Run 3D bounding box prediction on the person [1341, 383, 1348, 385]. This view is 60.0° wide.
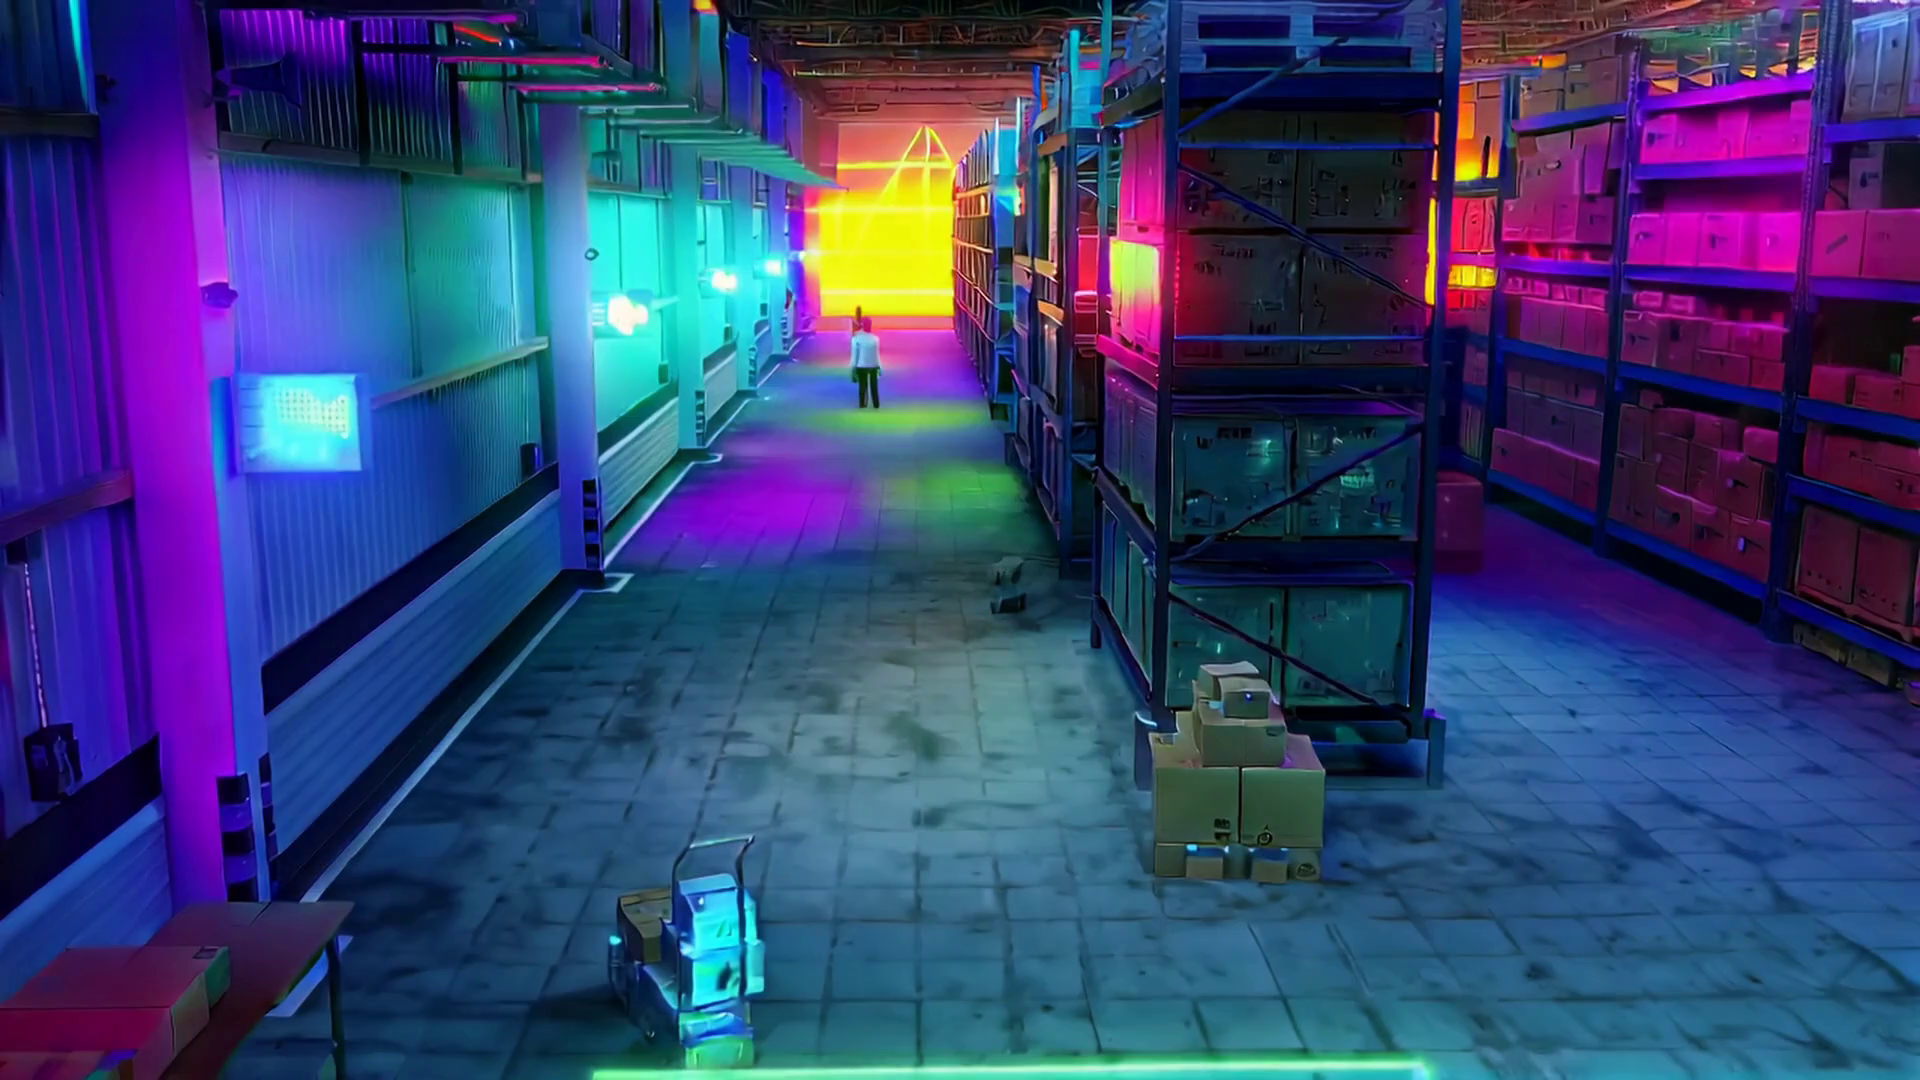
[{"bbox_3d":[7.463,-3.167,33.108,0.758,1.804,0.600,0,11,-1],"label":"person"}]

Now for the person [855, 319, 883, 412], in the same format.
[{"bbox_3d":[-1.942,-3.710,35.493,0.617,1.988,0.402,0,11,1],"label":"person"}]

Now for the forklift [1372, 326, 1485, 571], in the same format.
[{"bbox_3d":[5.477,-1.138,19.769,1.129,2.768,1.873,0,11,-2],"label":"forklift"}]

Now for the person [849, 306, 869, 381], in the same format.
[{"bbox_3d":[-2.570,-5.036,42.595,0.591,1.910,0.388,-6,12,-27],"label":"person"}]
